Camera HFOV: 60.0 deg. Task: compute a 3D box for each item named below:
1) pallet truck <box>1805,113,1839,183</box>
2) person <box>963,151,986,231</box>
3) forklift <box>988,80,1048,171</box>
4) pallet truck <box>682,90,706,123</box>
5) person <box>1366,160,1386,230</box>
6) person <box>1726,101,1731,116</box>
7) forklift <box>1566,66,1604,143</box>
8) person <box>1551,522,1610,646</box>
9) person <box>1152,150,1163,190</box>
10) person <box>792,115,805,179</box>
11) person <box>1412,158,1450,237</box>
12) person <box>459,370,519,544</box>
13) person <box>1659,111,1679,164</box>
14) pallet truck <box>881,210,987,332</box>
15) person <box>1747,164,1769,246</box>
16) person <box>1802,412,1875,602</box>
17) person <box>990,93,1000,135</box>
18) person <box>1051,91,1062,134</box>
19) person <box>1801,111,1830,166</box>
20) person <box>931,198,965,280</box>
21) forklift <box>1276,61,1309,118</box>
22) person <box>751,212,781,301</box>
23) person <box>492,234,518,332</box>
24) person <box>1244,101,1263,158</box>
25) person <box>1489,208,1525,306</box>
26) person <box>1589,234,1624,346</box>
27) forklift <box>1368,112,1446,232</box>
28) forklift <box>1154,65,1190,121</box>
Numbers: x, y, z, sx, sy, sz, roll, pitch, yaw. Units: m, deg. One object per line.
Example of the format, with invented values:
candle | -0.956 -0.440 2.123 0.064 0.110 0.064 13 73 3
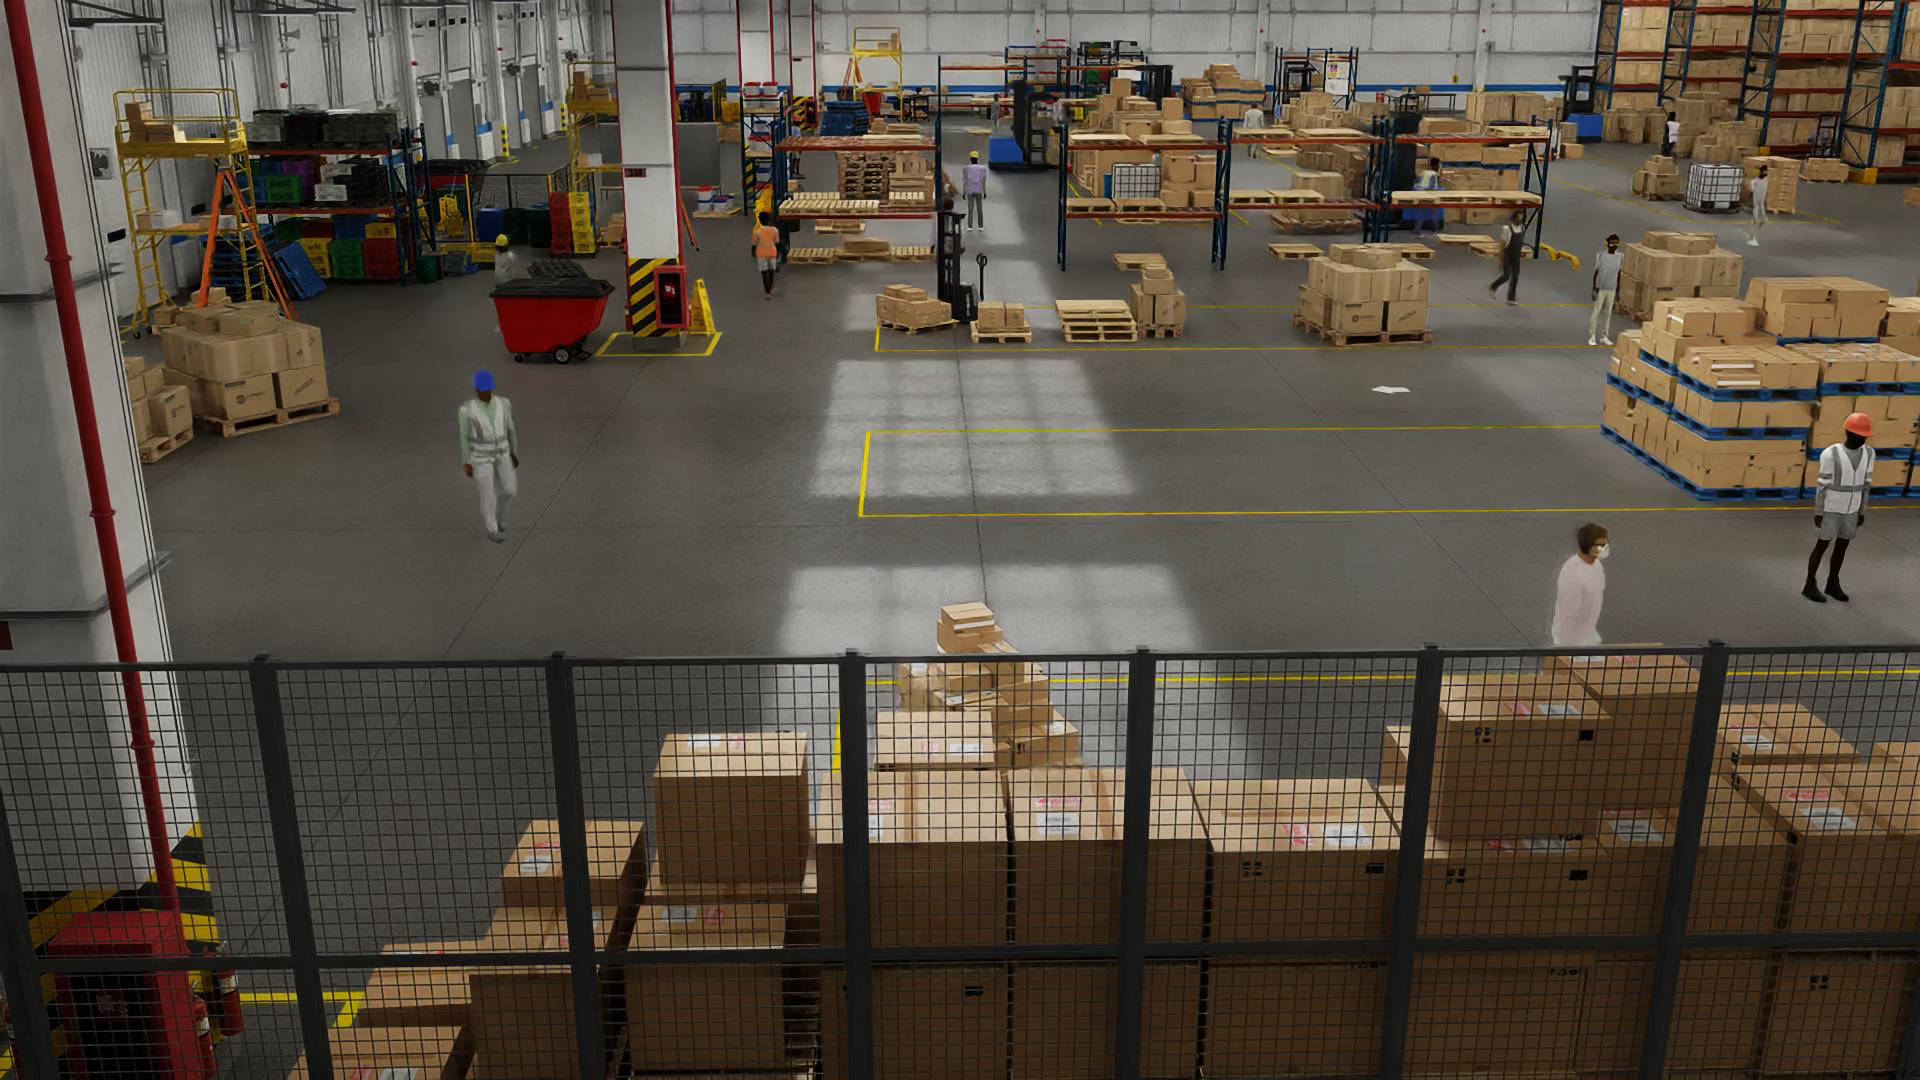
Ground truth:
pallet truck | 26.403 -11.957 50.702 0.823 1.965 1.885 6 19 16
person | 0.350 -8.507 40.592 0.584 1.918 0.381 -2 19 -5
forklift | 1.865 -13.266 53.226 1.873 2.768 1.129 0 19 -1
pallet truck | -9.671 -15.907 62.421 0.823 1.965 1.885 5 19 15
person | 10.174 -8.402 40.358 0.668 1.860 0.591 -2 19 -5
person | 28.154 -15.362 61.358 0.307 1.641 0.513 -16 24 -39
forklift | 23.327 -16.364 62.415 1.129 2.768 1.873 -3 19 -7
person | 4.841 0.775 13.041 0.470 1.921 0.636 15 24 38
person | 5.329 -9.998 45.472 0.682 1.615 0.518 0 19 -1
person | -5.022 -12.101 51.222 0.359 1.938 0.547 -12 22 -31
person | 11.253 -8.122 39.532 0.964 1.870 0.595 -2 19 -5
person | -5.099 -0.911 18.032 0.631 1.930 0.461 -15 24 -37
person | 22.652 -12.706 53.066 0.629 1.903 0.474 -13 22 -33
pallet truck | -0.493 -4.759 29.349 1.885 1.965 0.823 -13 23 -34
person | 18.421 -7.715 38.333 0.569 1.856 0.380 -8 20 -22
person | 8.646 -0.318 16.291 0.541 1.929 0.385 -2 19 -7
person | 1.296 -15.423 61.093 0.365 1.932 0.634 1 19 4
person | 3.617 -15.765 62.124 0.495 1.924 0.557 -8 20 -21
person | 28.194 -13.145 54.547 0.952 1.793 0.613 0 19 1
person | -0.186 -5.838 32.845 0.657 1.801 0.936 9 20 24
forklift | 13.228 -17.502 65.791 1.129 2.768 1.873 -1 19 -1
person | -3.759 -5.473 31.958 0.551 1.663 0.768 -8 20 -22
person | -7.887 -4.539 29.166 0.492 1.697 0.855 15 24 38
person | 10.141 -14.182 57.464 0.644 1.905 0.980 2 19 6
person | 10.357 -5.349 31.371 0.526 1.825 0.615 -9 20 -24
person | 10.829 -4.186 27.846 0.513 1.872 0.328 -2 19 -7
forklift | 10.837 -8.975 40.496 1.873 2.768 1.129 -1 19 -2
forklift | 7.665 -16.455 62.686 1.873 2.768 1.129 11 22 30
